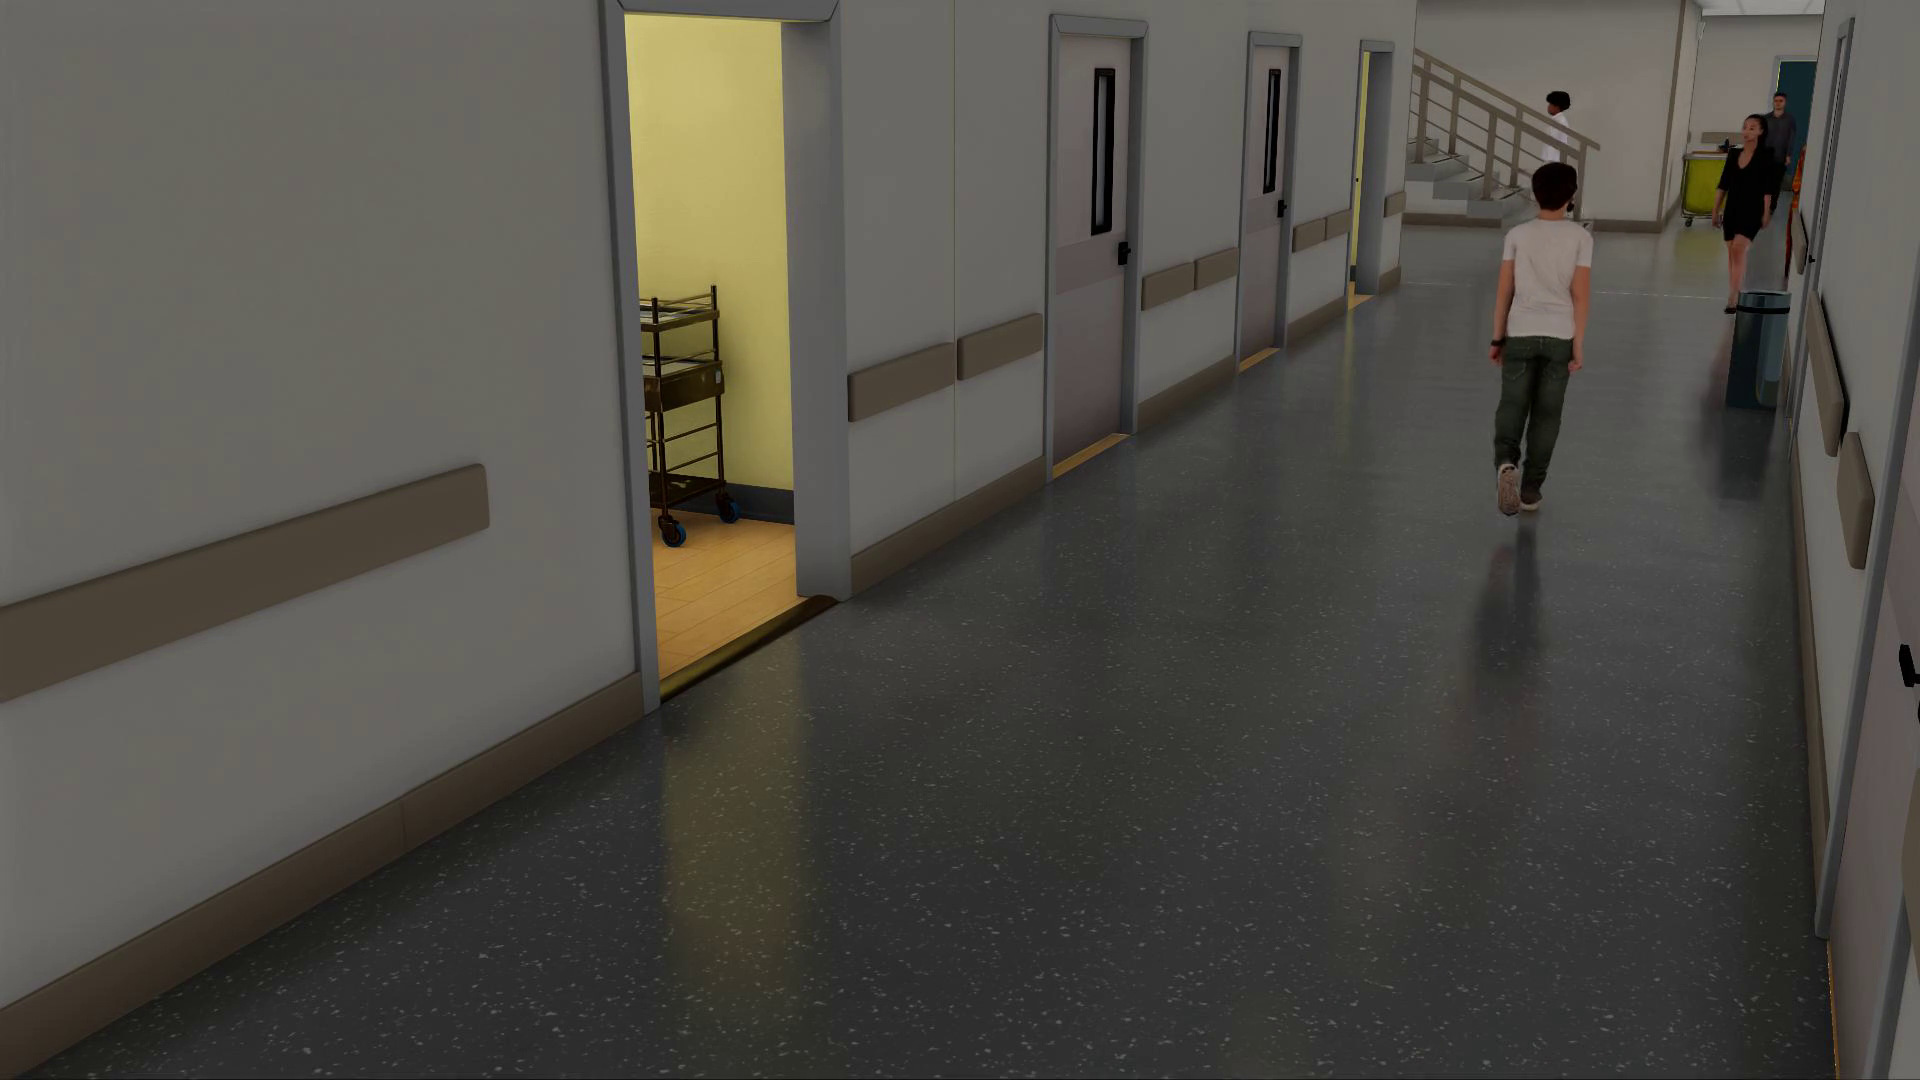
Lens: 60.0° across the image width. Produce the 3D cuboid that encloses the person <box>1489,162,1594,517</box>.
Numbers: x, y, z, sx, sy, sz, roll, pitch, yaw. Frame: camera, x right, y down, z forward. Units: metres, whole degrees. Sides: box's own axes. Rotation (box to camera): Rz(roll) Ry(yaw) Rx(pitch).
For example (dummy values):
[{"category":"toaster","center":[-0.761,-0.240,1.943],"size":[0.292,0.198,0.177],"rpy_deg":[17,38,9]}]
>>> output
[{"category":"person","center":[2.658,-0.891,7.668],"size":[0.898,1.637,0.628],"rpy_deg":[7,17,23]}]

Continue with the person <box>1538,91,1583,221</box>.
[{"category":"person","center":[7.773,-4.907,21.627],"size":[0.964,1.792,0.664],"rpy_deg":[8,18,26]}]

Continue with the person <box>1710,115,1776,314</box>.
[{"category":"person","center":[6.746,-2.758,14.213],"size":[0.811,1.679,0.731],"rpy_deg":[-9,18,-30]}]

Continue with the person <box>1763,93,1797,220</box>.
[{"category":"person","center":[11.332,-5.284,23.114],"size":[1.062,1.711,0.681],"rpy_deg":[8,17,25]}]
